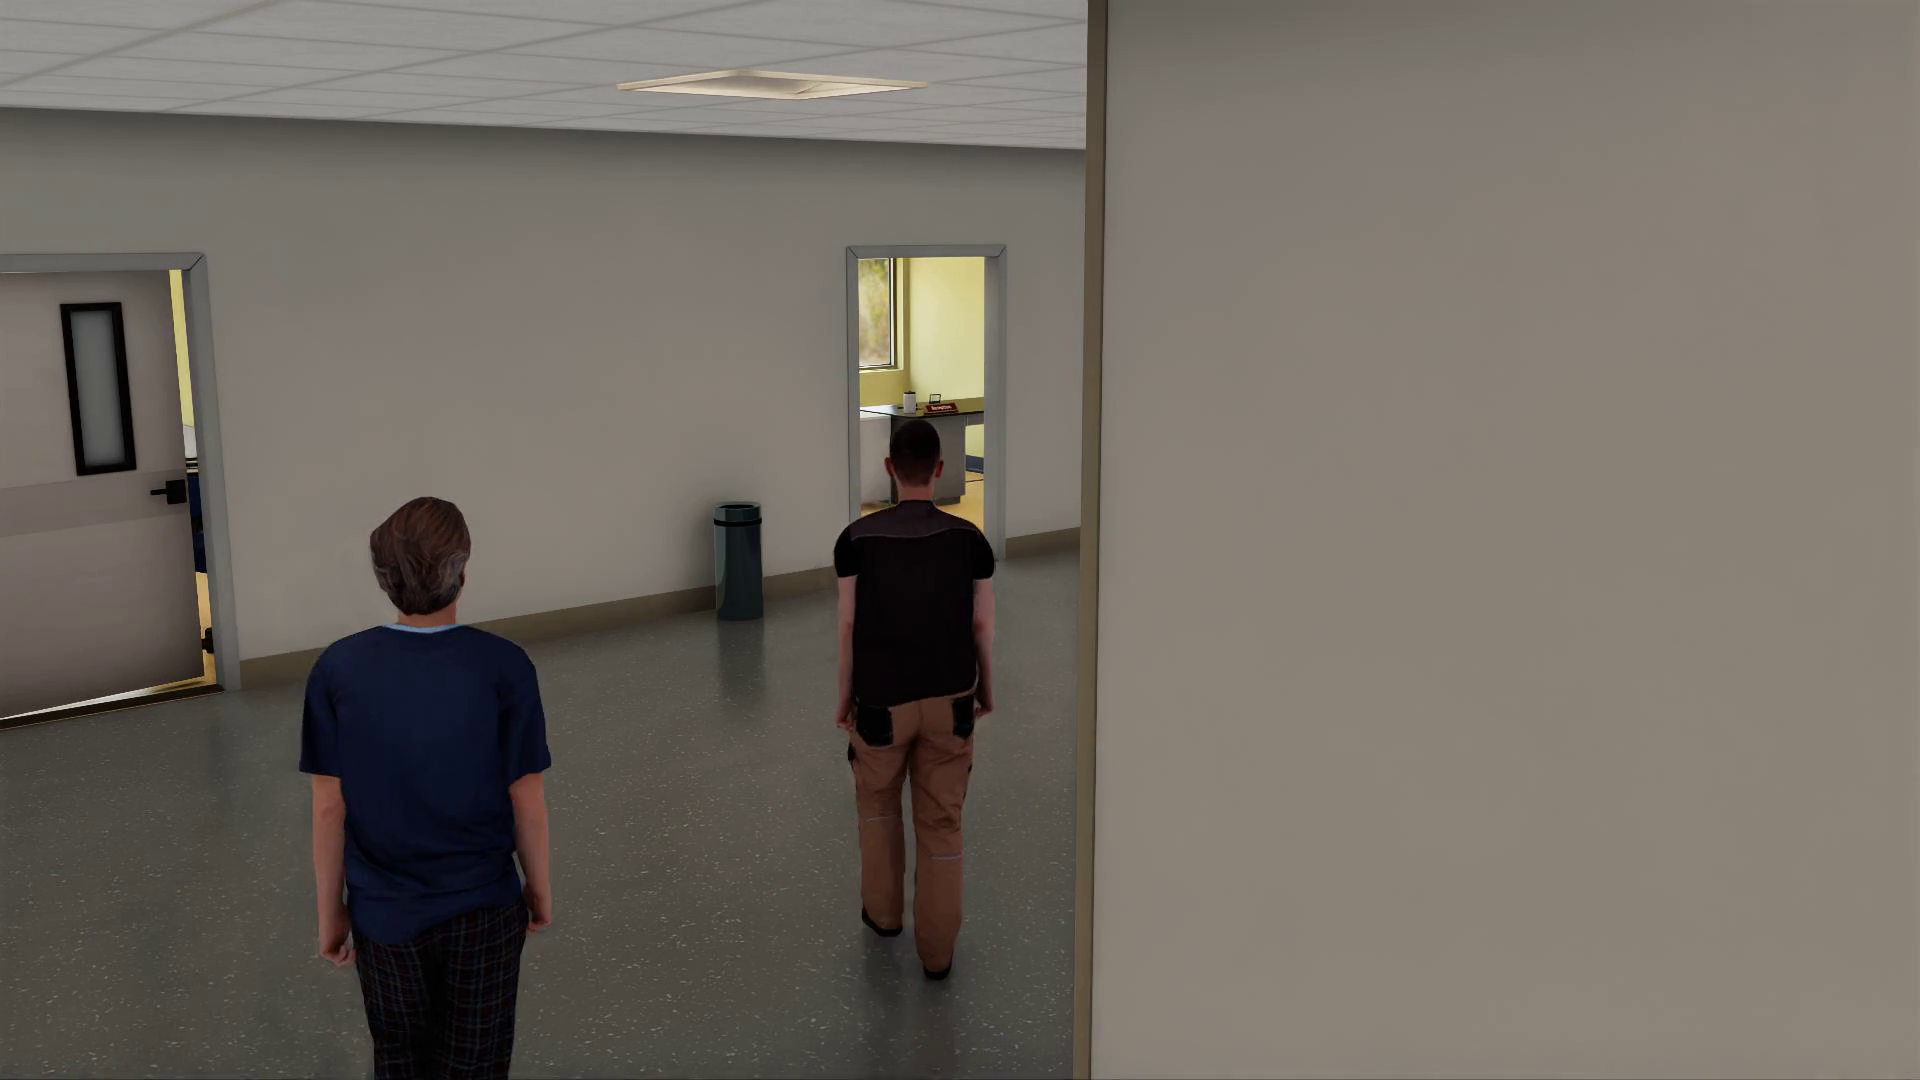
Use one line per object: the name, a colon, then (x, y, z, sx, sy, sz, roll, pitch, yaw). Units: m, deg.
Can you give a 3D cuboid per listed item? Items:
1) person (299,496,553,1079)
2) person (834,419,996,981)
person: (-1.158, 0.852, 3.649, 0.788, 1.854, 0.872, -2, 11, -10)
person: (-0.151, 0.538, 5.384, 0.860, 1.824, 0.925, -1, 11, -3)
